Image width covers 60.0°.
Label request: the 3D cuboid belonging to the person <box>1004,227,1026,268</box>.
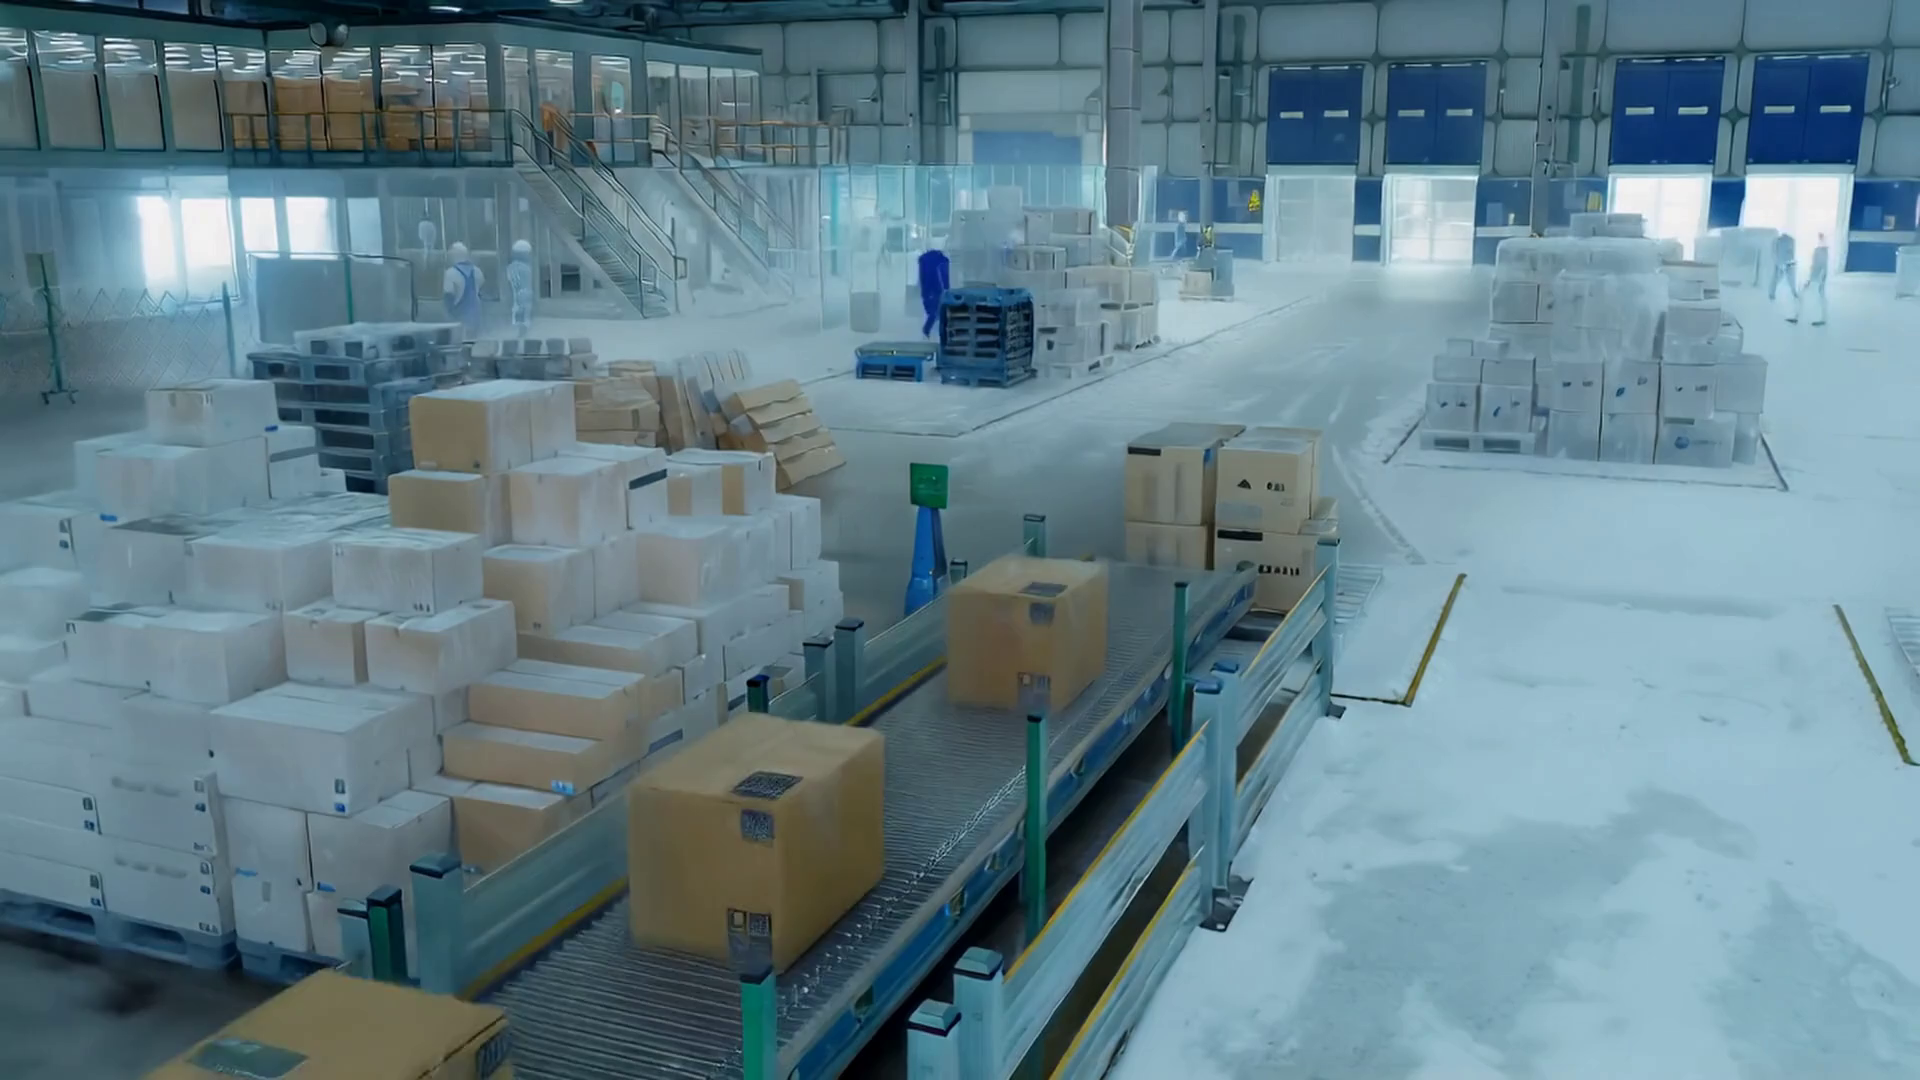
[{"bbox_3d":[0.841,-4.563,29.672,0.938,2.011,0.614,-1,13,-3],"label":"person"}]

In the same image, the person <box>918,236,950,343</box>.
[{"bbox_3d":[-0.471,-4.155,28.031,0.648,1.912,0.713,7,14,29],"label":"person"}]

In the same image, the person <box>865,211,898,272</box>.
[{"bbox_3d":[-2.360,-8.814,49.187,0.959,1.805,0.637,-2,13,-8],"label":"person"}]

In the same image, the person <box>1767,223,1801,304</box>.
[{"bbox_3d":[18.751,-6.230,37.566,0.649,1.800,0.910,-11,16,-40],"label":"person"}]

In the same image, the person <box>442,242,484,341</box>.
[{"bbox_3d":[-7.066,-3.203,23.453,0.745,2.000,0.693,10,16,37],"label":"person"}]

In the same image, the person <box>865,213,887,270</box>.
[{"bbox_3d":[-2.487,-8.984,50.107,0.920,1.717,0.525,-4,13,-19],"label":"person"}]

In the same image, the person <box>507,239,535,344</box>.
[{"bbox_3d":[-6.837,-3.732,26.056,0.377,1.938,0.547,4,13,16],"label":"person"}]

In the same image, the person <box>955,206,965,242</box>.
[{"bbox_3d":[0.003,-8.461,47.142,0.609,1.995,0.378,5,13,20],"label":"person"}]

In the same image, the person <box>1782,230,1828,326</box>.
[{"bbox_3d":[16.485,-5.069,32.268,0.859,1.838,0.554,1,13,4],"label":"person"}]

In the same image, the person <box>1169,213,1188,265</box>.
[{"bbox_3d":[6.947,-9.440,52.302,0.866,1.643,0.541,3,13,14],"label":"person"}]
